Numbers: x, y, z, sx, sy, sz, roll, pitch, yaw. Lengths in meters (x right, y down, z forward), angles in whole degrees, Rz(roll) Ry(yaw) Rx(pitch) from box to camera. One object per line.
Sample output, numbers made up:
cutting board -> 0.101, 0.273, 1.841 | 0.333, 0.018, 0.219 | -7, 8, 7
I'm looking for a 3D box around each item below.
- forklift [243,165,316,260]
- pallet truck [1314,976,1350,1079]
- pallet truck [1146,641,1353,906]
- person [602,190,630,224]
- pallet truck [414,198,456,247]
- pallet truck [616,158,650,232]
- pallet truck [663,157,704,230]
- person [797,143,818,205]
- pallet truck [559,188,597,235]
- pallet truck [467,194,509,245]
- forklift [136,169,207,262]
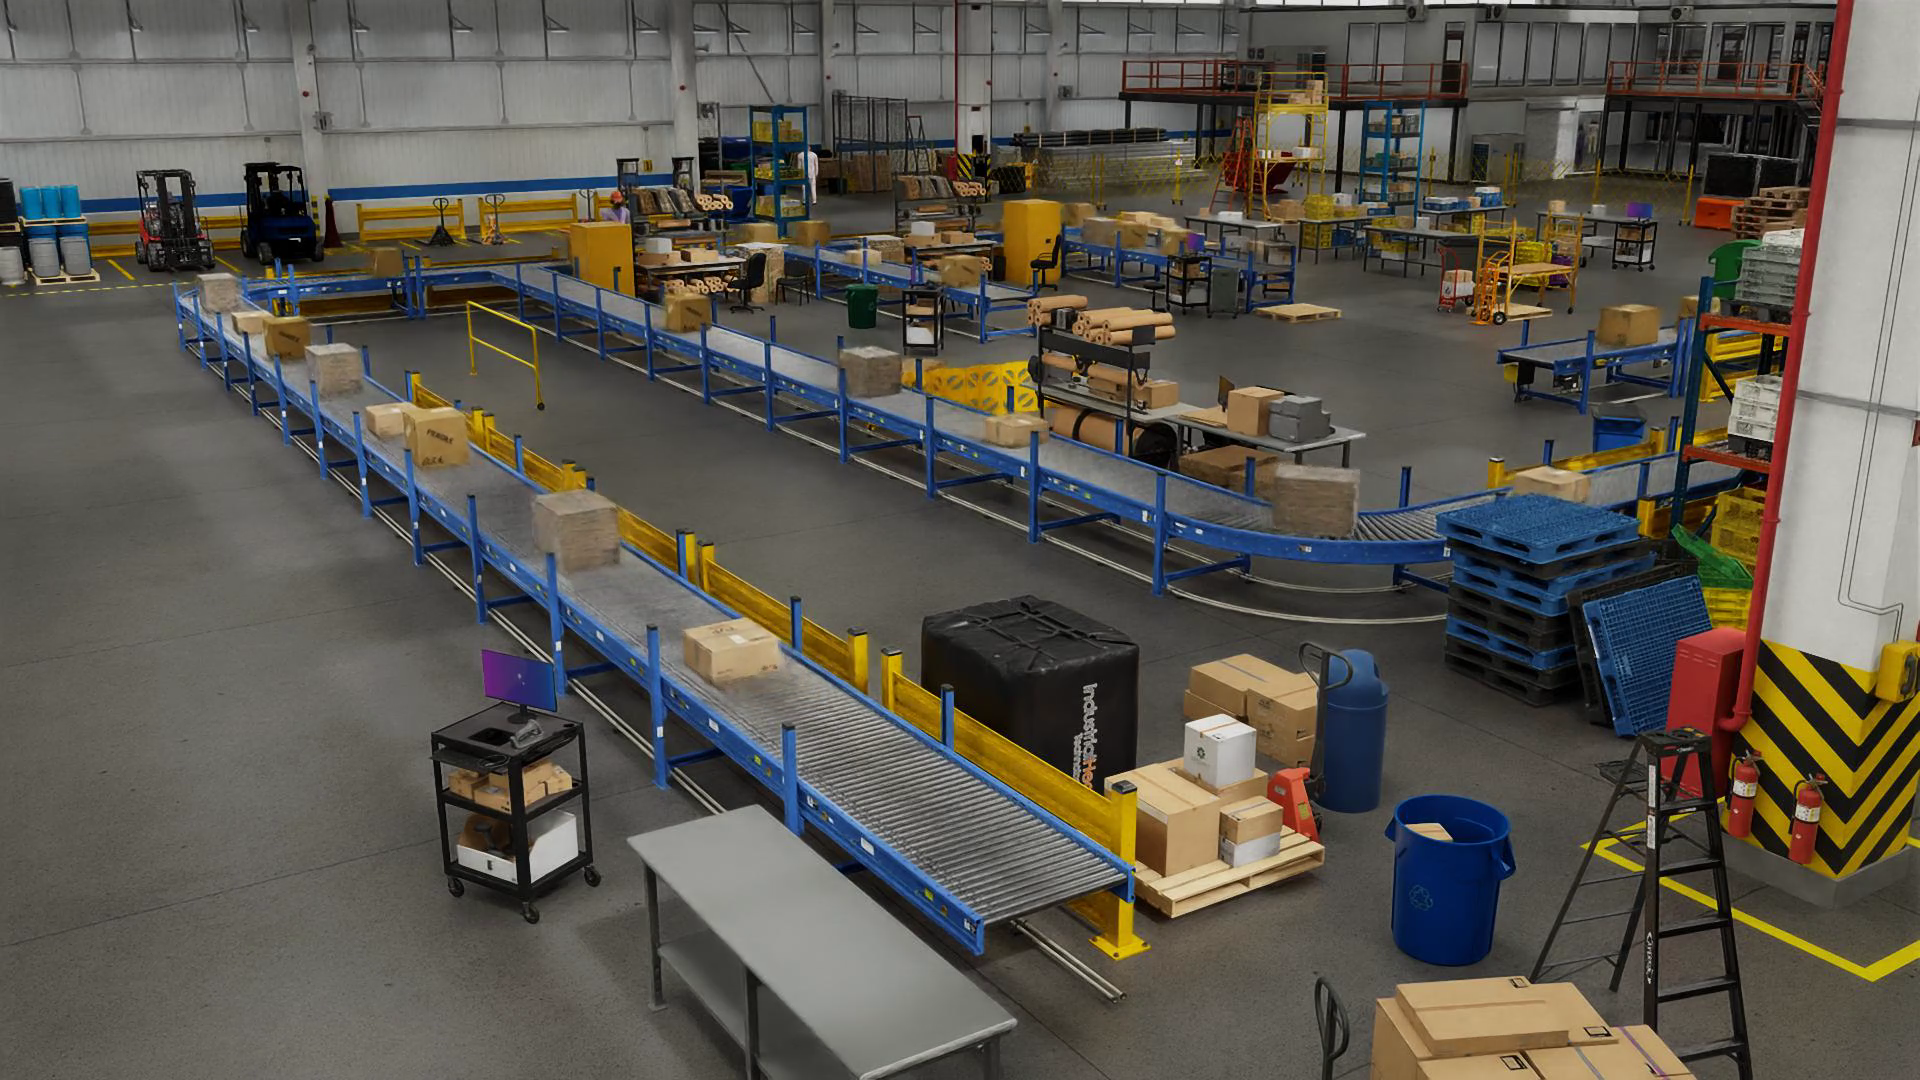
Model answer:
forklift -> -15.898, -7.669, 38.708 | 1.157, 1.987, 2.680 | -11, 20, -33
pallet truck -> 2.299, 2.390, 7.086 | 1.601, 1.201, 0.680 | -2, 17, -7
pallet truck -> 1.664, 1.407, 10.232 | 1.630, 1.274, 0.653 | -10, 20, -31
person -> -6.986, -6.120, 34.008 | 0.614, 2.040, 0.390 | -13, 21, -37
pallet truck -> -13.250, -8.060, 41.856 | 0.680, 1.201, 1.601 | -10, 20, -31
pallet truck -> -8.918, -9.176, 44.255 | 0.823, 1.965, 1.885 | -9, 19, -27
pallet truck -> -7.586, -9.308, 44.692 | 0.823, 1.965, 1.885 | -11, 20, -33
person -> -4.730, -11.390, 51.787 | 0.639, 1.902, 0.407 | -2, 17, -6
pallet truck -> -10.010, -8.652, 43.699 | 0.653, 1.274, 1.630 | -10, 20, -31
pallet truck -> -11.983, -8.177, 42.137 | 0.704, 1.261, 1.522 | -11, 20, -33
forklift -> -17.842, -7.318, 37.559 | 1.157, 1.987, 2.680 | -10, 20, -31
